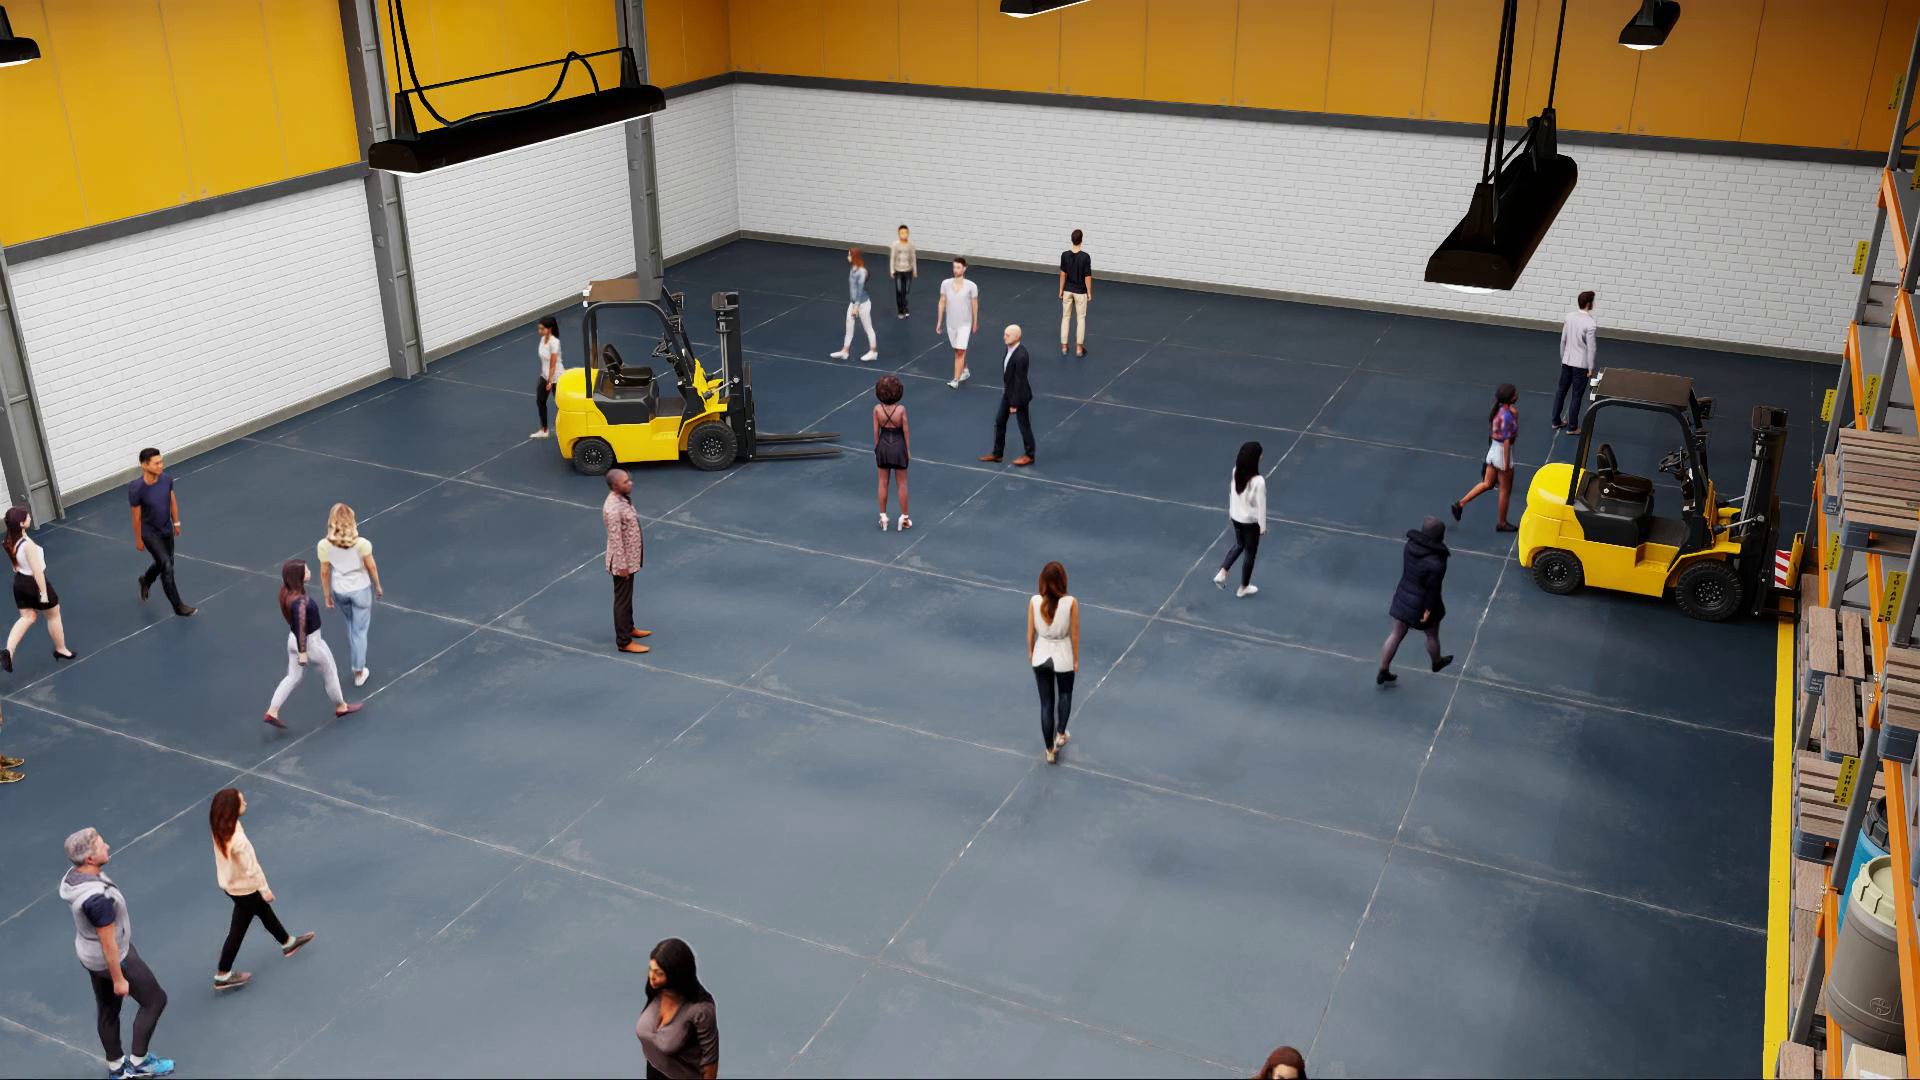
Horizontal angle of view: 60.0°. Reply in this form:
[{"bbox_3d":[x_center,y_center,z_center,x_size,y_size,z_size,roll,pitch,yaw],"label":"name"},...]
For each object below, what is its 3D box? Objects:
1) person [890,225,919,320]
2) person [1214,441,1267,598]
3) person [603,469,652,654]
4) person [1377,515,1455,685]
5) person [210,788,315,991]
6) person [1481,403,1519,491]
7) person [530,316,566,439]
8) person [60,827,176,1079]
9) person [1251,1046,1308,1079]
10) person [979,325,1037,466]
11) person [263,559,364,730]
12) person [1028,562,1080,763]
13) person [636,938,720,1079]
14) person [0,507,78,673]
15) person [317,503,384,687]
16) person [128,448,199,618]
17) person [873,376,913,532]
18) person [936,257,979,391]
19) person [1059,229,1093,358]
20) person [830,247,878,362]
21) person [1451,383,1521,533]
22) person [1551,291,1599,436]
[{"bbox_3d":[-0.915,-4.285,26.417,0.712,1.457,0.770,-7,25,-15],"label":"person"},{"bbox_3d":[2.819,-0.187,16.753,0.884,1.687,0.810,-15,28,-30],"label":"person"},{"bbox_3d":[-3.208,0.171,15.784,0.831,1.808,0.712,-2,24,-5],"label":"person"},{"bbox_3d":[4.073,0.587,15.068,1.206,1.620,1.050,-13,27,-27],"label":"person"},{"bbox_3d":[-4.897,2.368,11.209,1.044,1.446,0.822,-20,31,-38],"label":"person"},{"bbox_3d":[6.386,-1.222,19.667,0.600,1.250,0.592,-18,29,-35],"label":"person"},{"bbox_3d":[-5.076,-2.058,21.119,0.873,1.619,0.731,-19,30,-37],"label":"person"},{"bbox_3d":[-5.316,2.609,10.199,0.792,1.815,0.817,-20,31,-38],"label":"person"},{"bbox_3d":[1.703,3.294,9.062,0.618,1.469,0.603,8,25,18],"label":"person"},{"bbox_3d":[0.763,-1.756,20.235,1.082,1.773,1.020,-9,25,-19],"label":"person"},{"bbox_3d":[-5.702,0.929,14.340,1.160,1.576,0.899,-20,30,-37],"label":"person"},{"bbox_3d":[0.768,1.052,13.813,0.692,1.773,0.792,4,24,9],"label":"person"},{"bbox_3d":[-1.543,2.994,9.283,0.698,1.842,0.656,16,28,33],"label":"person"},{"bbox_3d":[-8.598,0.490,15.279,0.570,1.628,0.953,10,26,22],"label":"person"},{"bbox_3d":[-5.527,0.531,15.093,0.875,1.702,1.001,-1,24,-3],"label":"person"},{"bbox_3d":[-8.007,-0.083,16.430,0.692,1.756,0.955,12,26,26],"label":"person"},{"bbox_3d":[-0.753,-0.953,18.379,0.620,1.789,0.617,4,24,9],"label":"person"},{"bbox_3d":[0.019,-3.030,23.106,0.695,1.810,1.157,10,26,22],"label":"person"},{"bbox_3d":[1.694,-3.634,24.435,0.645,1.851,0.558,9,25,20],"label":"person"},{"bbox_3d":[-1.364,-3.412,24.148,1.034,1.674,0.928,-13,27,-28],"label":"person"},{"bbox_3d":[5.873,-0.892,18.321,0.932,1.723,1.025,0,24,0],"label":"person"},{"bbox_3d":[7.916,-2.292,21.369,0.786,1.849,0.758,-11,26,-24],"label":"person"}]
